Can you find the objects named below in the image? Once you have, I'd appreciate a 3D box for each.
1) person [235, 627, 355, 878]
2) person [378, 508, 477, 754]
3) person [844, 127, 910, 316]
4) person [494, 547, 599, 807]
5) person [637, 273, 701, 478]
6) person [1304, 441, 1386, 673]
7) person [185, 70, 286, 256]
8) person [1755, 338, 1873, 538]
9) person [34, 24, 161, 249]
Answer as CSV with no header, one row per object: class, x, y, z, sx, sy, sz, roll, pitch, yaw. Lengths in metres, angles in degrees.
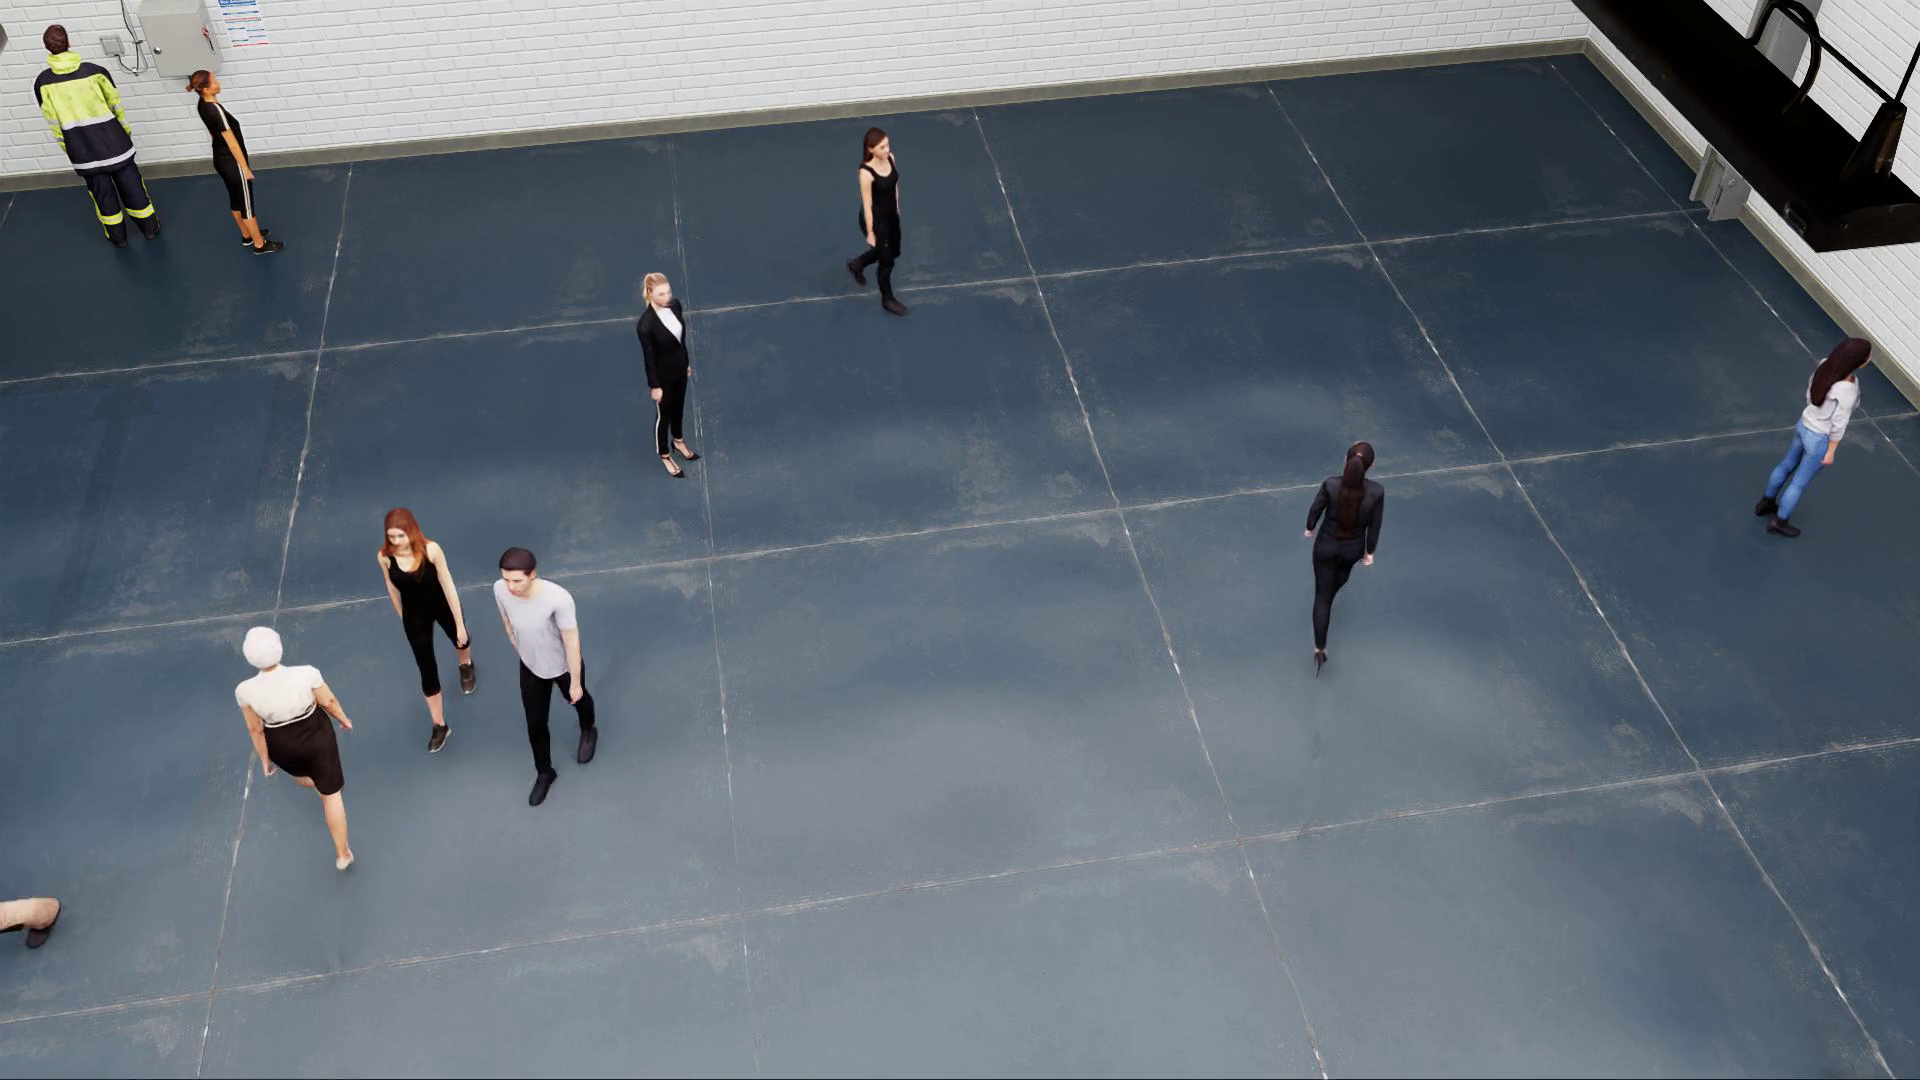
person,-3.704,1.232,9.407,0.781,1.703,1.138,-14,45,-14
person,-3.248,0.386,10.304,0.624,1.692,1.073,-5,44,-6
person,-0.699,-2.598,13.449,0.954,1.674,0.918,22,48,22
person,-2.393,0.662,9.908,0.855,1.838,1.030,6,44,6
person,-2.101,-1.198,11.958,0.742,1.704,0.658,20,47,20
person,2.411,0.117,10.604,0.840,1.668,1.111,8,44,8
person,-6.183,-3.211,14.096,0.725,1.669,0.626,-32,52,-29
person,5.918,-0.730,11.519,0.686,1.632,0.484,-2,44,-2
person,-7.330,-3.415,14.082,0.847,1.983,0.780,-21,47,-21
